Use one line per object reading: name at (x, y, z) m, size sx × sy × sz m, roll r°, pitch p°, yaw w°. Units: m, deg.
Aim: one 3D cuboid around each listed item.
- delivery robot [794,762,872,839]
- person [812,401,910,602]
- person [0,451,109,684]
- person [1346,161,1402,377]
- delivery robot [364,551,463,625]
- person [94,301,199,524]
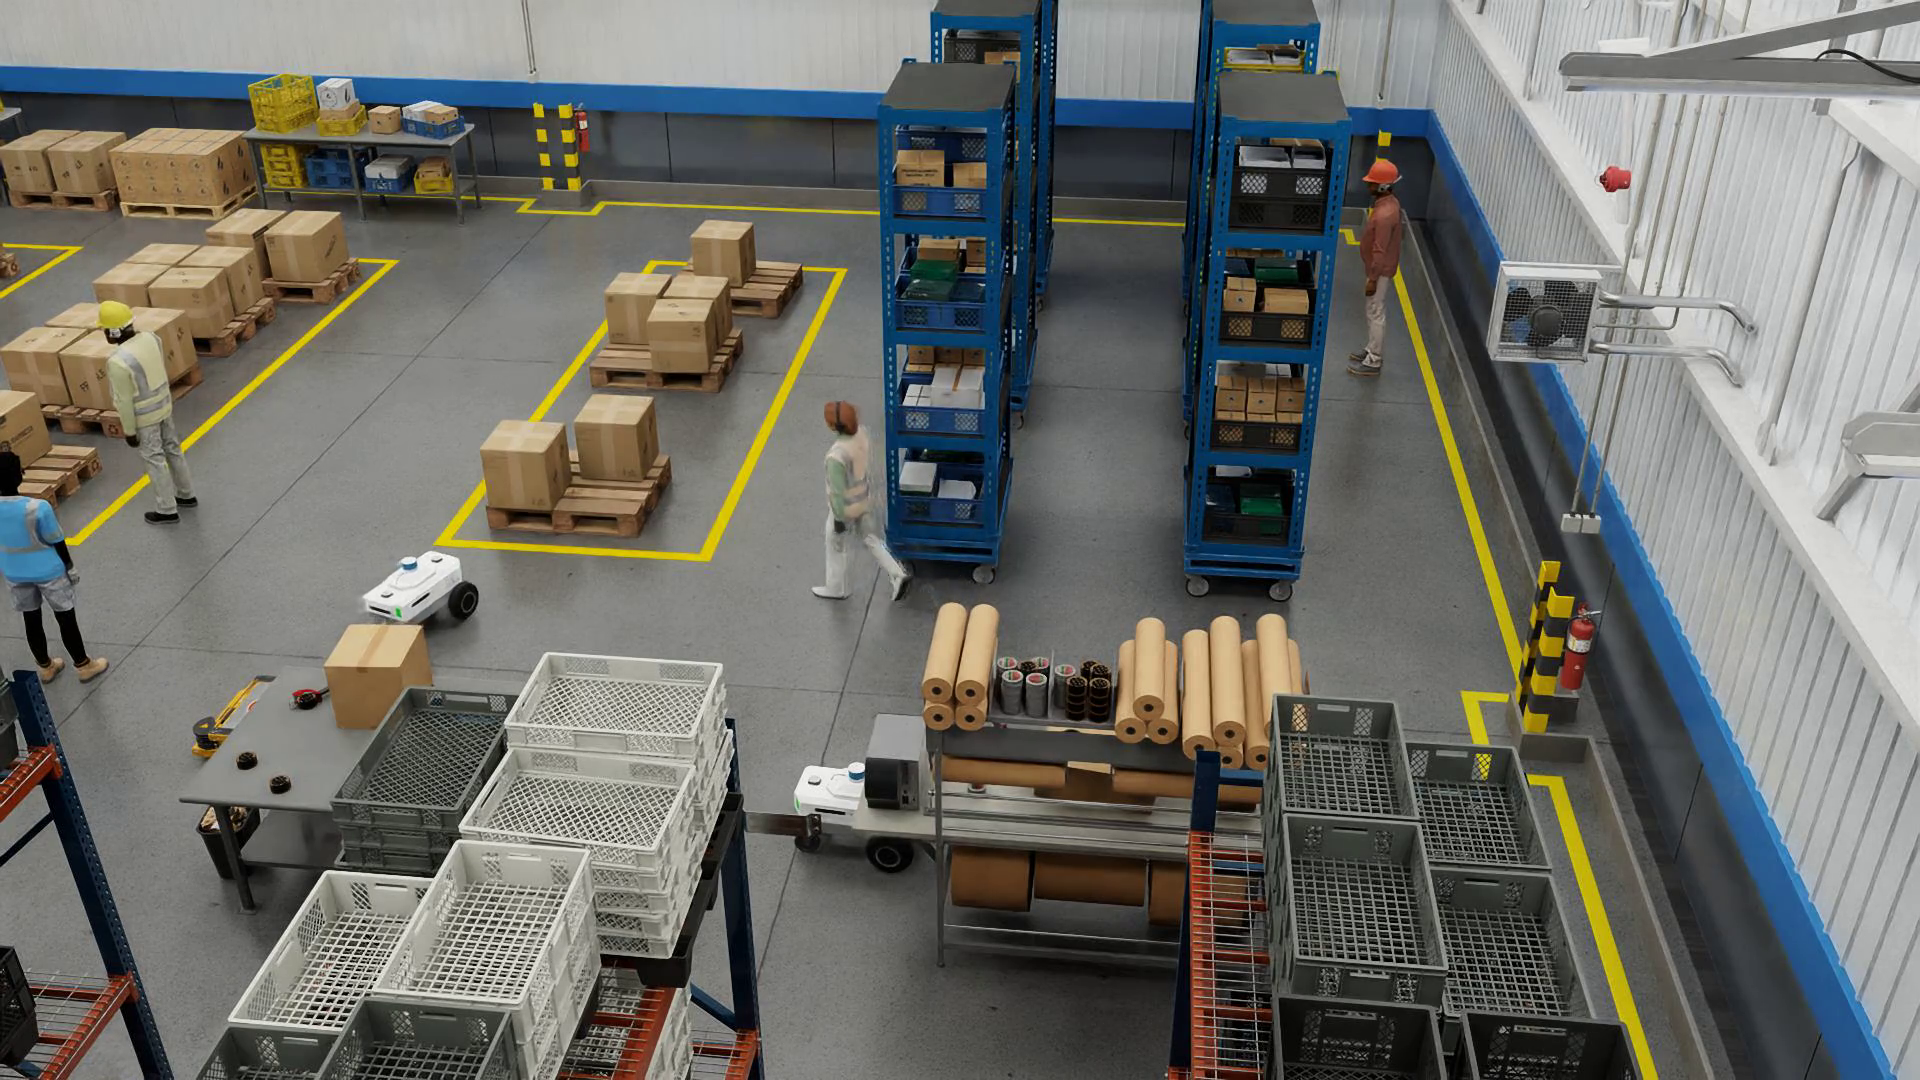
delivery robot at (-0.594, 1.514, 9.675) m, size 0.707 × 0.478 × 0.477 m, roll 6°, pitch 31°, yaw 10°
person at (-0.731, -0.252, 11.739) m, size 0.689 × 1.613 × 0.522 m, roll 13°, pitch 33°, yaw 21°
person at (-6.052, 0.195, 10.902) m, size 0.535 × 1.697 × 0.318 m, roll 1°, pitch 30°, yaw 2°
person at (3.805, -2.499, 15.253) m, size 0.409 × 1.986 × 0.618 m, roll 8°, pitch 31°, yaw 13°
delivery robot at (-3.832, 0.348, 11.678) m, size 0.477 × 0.478 × 0.707 m, roll 13°, pitch 33°, yaw 21°
person at (-6.280, -0.985, 12.809) m, size 0.403 × 1.827 × 0.594 m, roll 4°, pitch 30°, yaw 6°
